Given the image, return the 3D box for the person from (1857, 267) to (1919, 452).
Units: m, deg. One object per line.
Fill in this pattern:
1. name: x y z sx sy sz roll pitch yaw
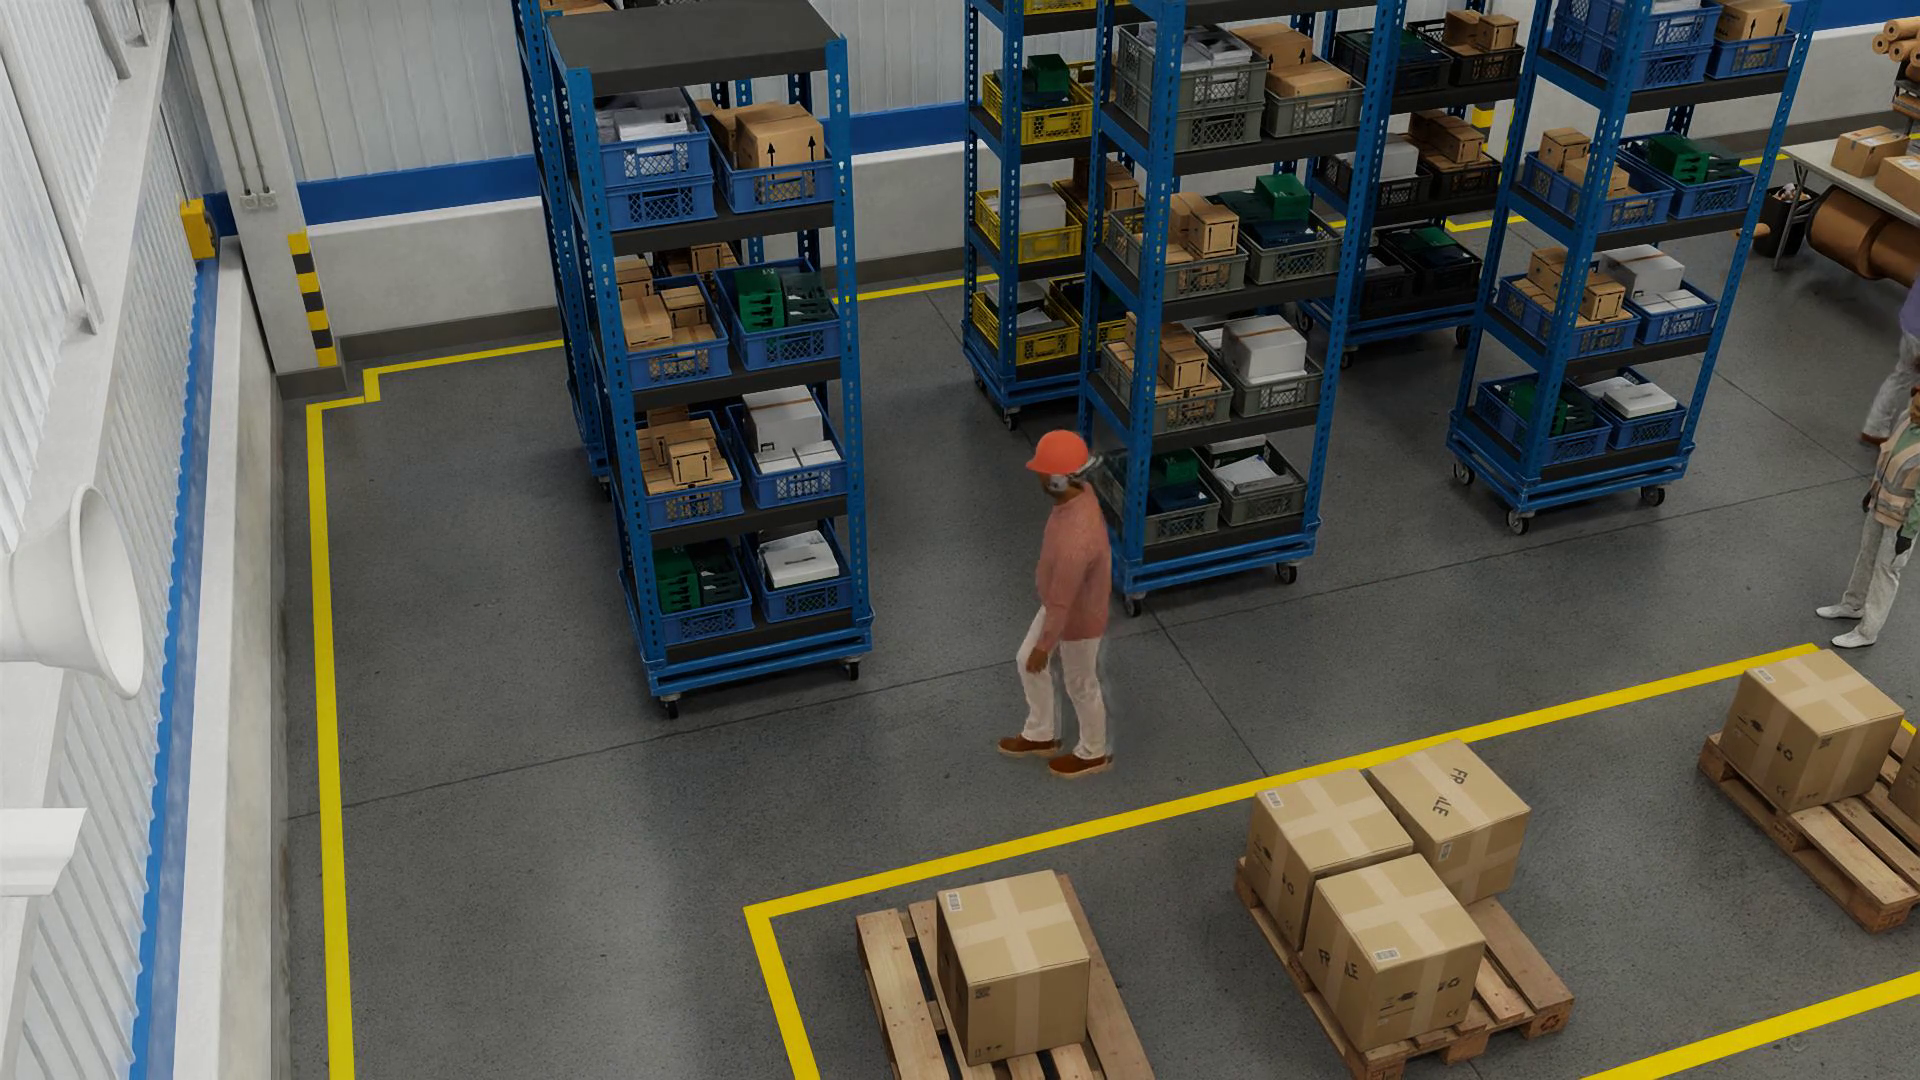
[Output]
1. person: 6.198 -1.311 10.475 0.530 1.916 0.630 10 36 14

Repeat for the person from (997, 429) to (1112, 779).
1. person: 0.445 0.360 8.070 0.695 1.956 0.607 -3 35 -4

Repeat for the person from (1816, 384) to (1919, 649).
1. person: 5.090 -0.141 9.059 0.313 1.634 0.514 2 35 3
